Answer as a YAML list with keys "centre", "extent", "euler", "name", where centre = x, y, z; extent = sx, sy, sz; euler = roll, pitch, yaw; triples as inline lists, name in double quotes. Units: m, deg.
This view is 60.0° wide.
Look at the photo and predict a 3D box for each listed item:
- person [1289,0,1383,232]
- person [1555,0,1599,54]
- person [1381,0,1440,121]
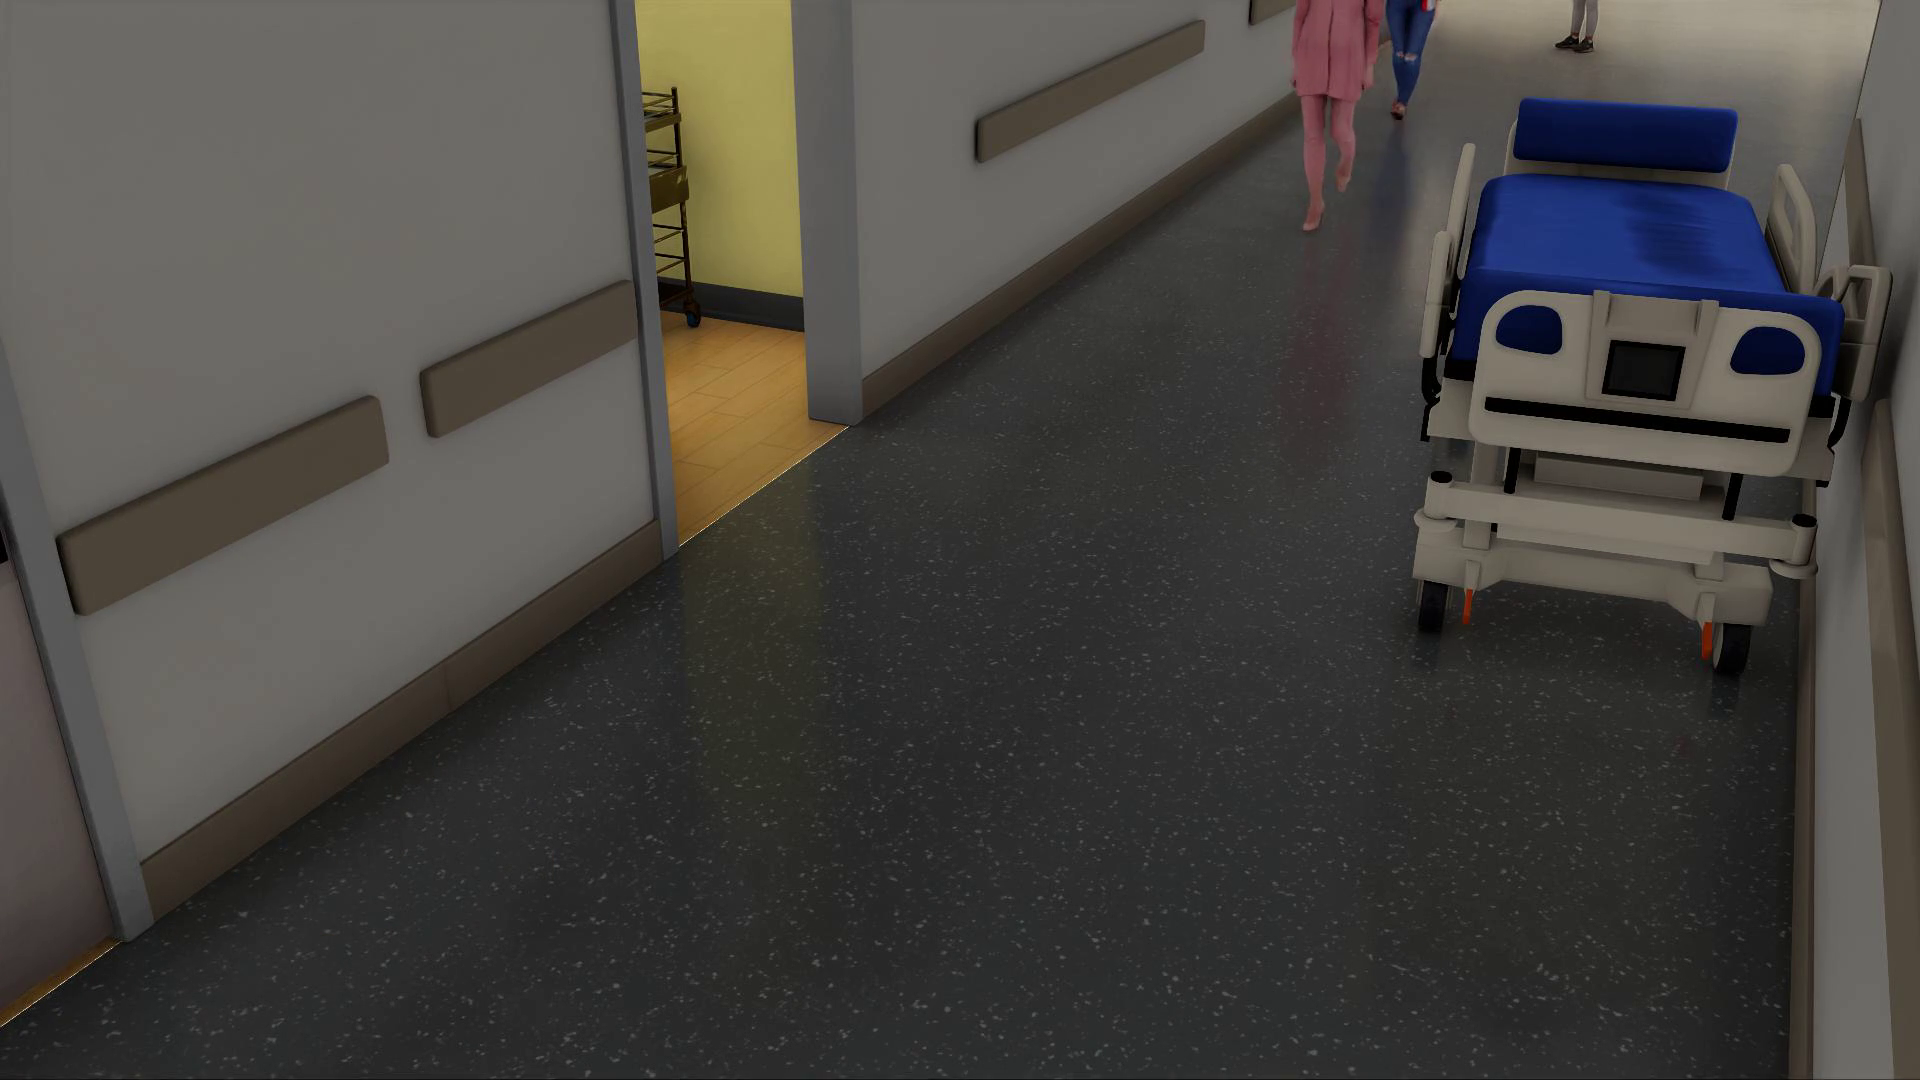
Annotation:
- centre: [2.054, -2.607, 9.083]
  extent: [0.801, 1.787, 0.665]
  euler: [12, 28, 23]
  name: "person"
- centre: [5.465, -5.012, 14.404]
  extent: [0.746, 1.499, 0.682]
  euler: [-10, 28, -21]
  name: "person"
- centre: [3.216, -3.816, 11.843]
  extent: [0.999, 1.568, 0.666]
  euler: [11, 28, 22]
  name: "person"
